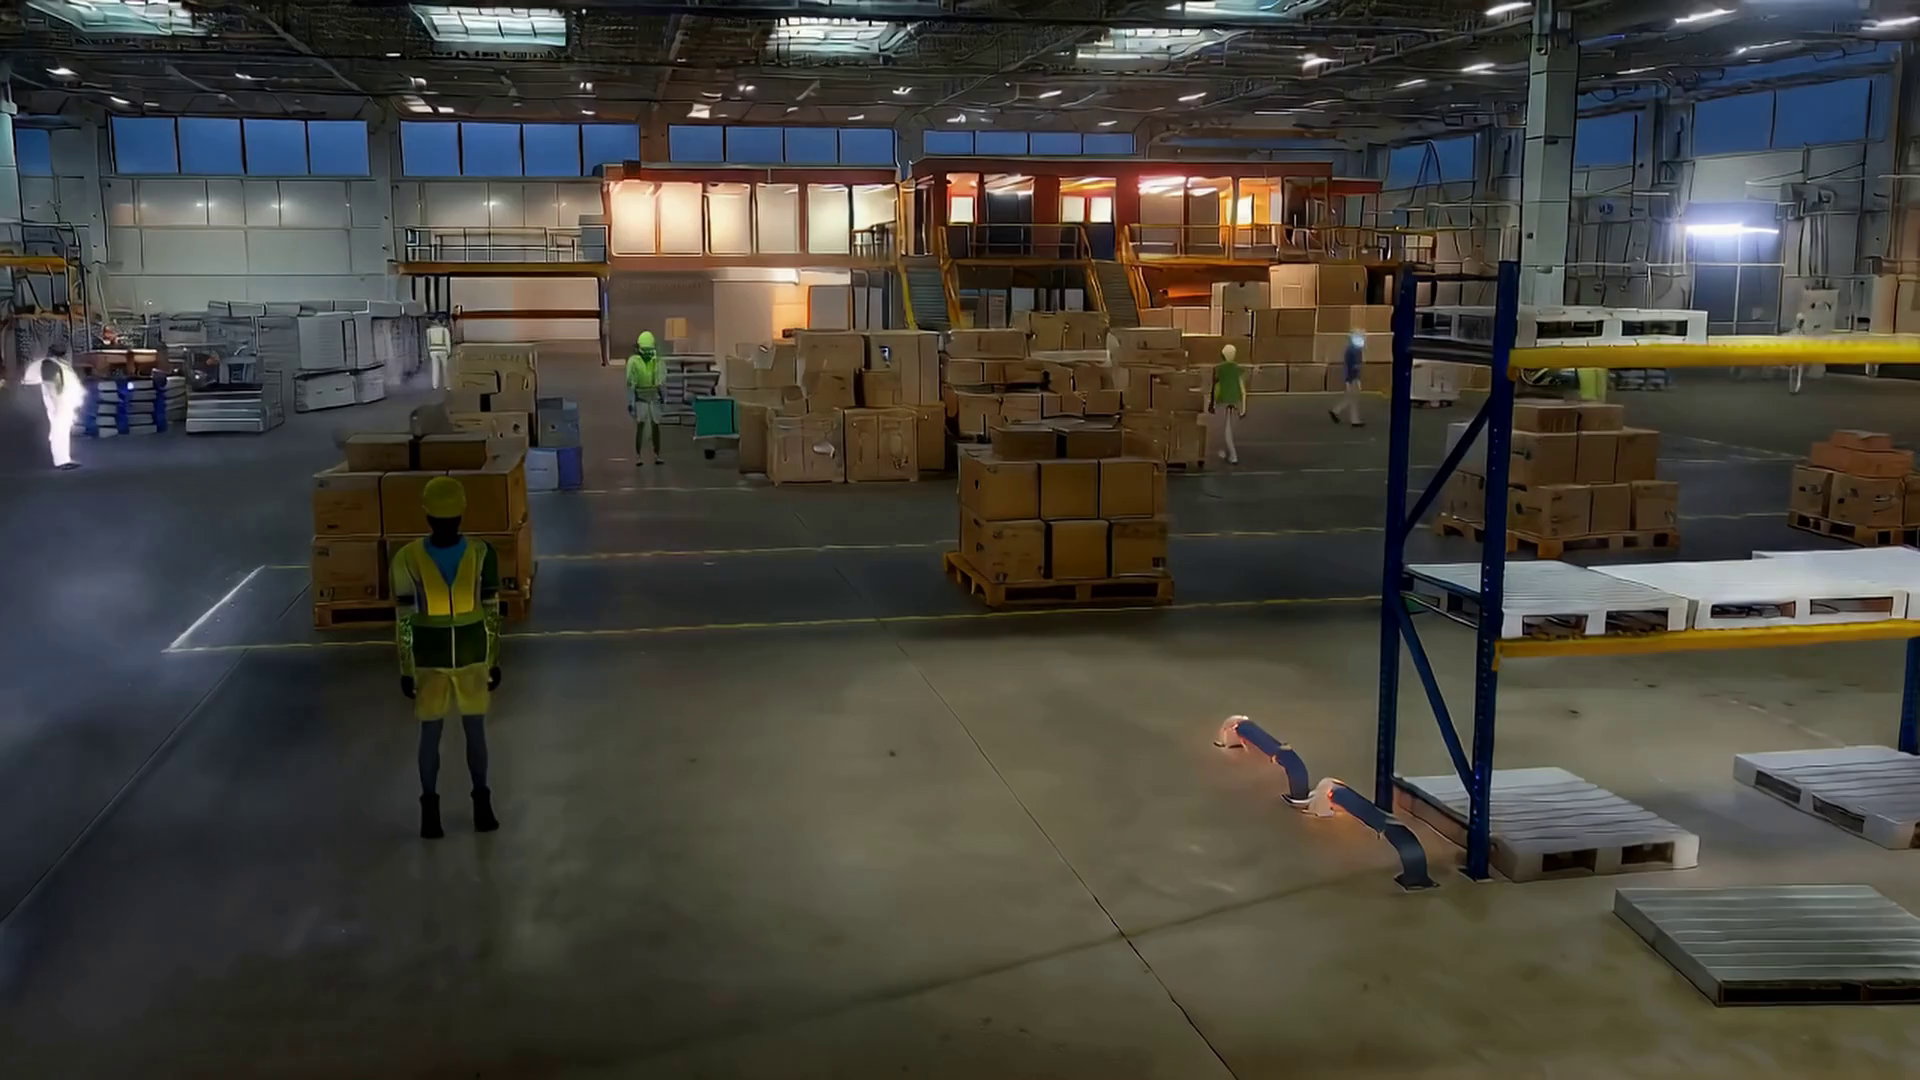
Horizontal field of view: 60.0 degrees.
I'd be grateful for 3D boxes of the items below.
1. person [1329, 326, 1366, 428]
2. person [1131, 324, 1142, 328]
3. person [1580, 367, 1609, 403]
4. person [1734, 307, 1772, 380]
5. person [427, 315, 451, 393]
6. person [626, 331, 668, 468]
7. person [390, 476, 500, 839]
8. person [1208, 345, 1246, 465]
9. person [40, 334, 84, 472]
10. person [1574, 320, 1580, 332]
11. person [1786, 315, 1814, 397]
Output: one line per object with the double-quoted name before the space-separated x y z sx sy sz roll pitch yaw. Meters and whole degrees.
"person" 7.340 -3.068 31.307 0.661 1.908 0.587 5 10 26
"person" 3.752 -3.584 34.680 0.535 1.822 0.642 5 11 28
"person" 9.856 -2.190 25.837 0.371 1.939 0.629 -2 9 -9
"person" 21.076 -5.169 43.965 0.993 1.959 0.611 8 13 42
"person" -12.532 -4.479 40.026 0.575 1.863 0.864 -1 9 -4
"person" -4.683 -2.097 24.936 0.615 2.047 0.357 -4 10 -22
"person" -2.687 0.620 8.758 0.540 1.929 0.391 -4 10 -25
"person" 4.112 -2.081 25.571 0.493 1.815 0.995 -2 9 -11
"person" -13.224 -2.031 24.555 0.536 2.000 0.684 -2 10 -12
"person" 17.485 -5.764 47.785 0.391 1.894 0.658 -7 12 -37
"person" 19.575 -4.302 38.849 0.638 1.900 1.005 6 11 31
